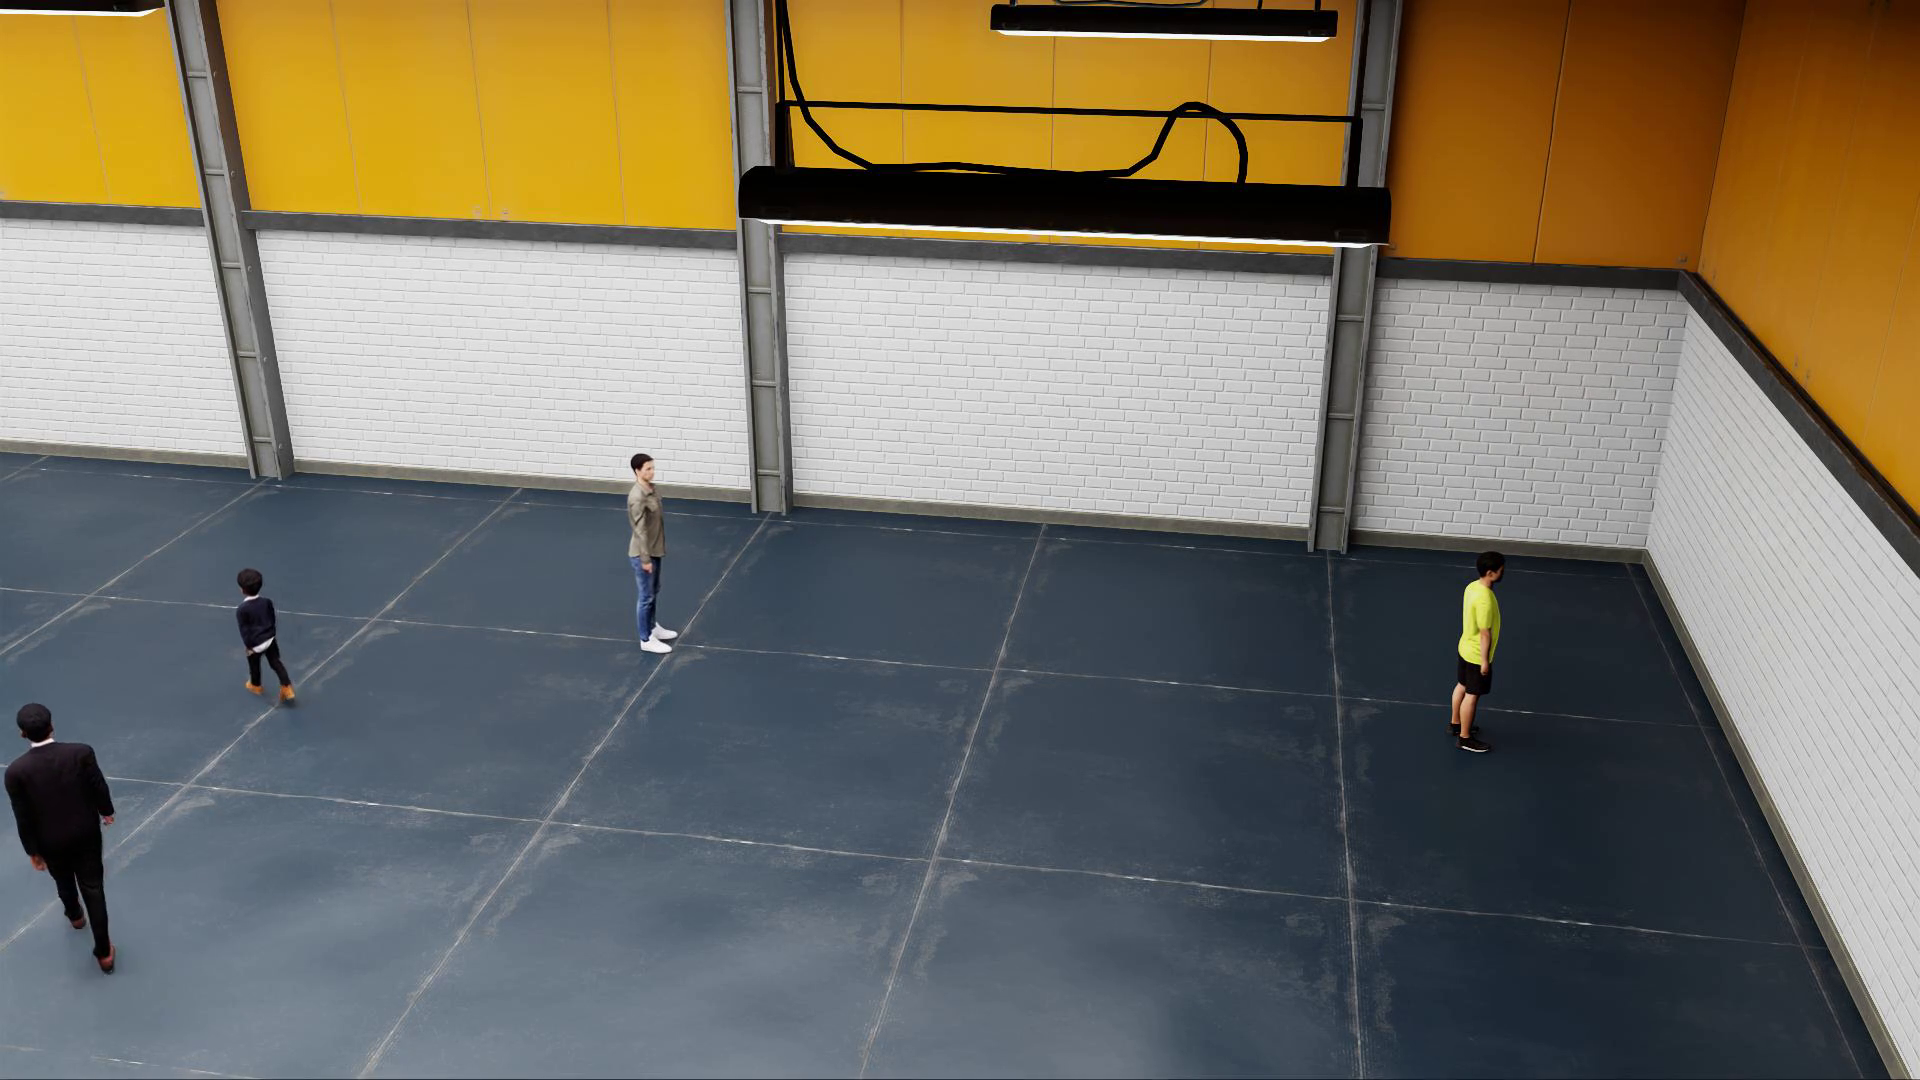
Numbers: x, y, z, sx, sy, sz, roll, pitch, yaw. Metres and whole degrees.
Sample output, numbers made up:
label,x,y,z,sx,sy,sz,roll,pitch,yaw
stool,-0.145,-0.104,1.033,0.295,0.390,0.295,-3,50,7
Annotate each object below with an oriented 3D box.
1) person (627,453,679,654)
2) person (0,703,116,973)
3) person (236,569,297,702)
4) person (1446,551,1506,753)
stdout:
label,x,y,z,sx,sy,sz,roll,pitch,yaw
person,-2.834,0.098,15.011,0.614,1.867,0.718,2,24,4
person,-5.765,1.962,10.780,1.162,1.840,1.199,-13,27,-28
person,-5.915,0.836,14.147,0.914,1.206,0.737,18,29,35
person,4.170,0.876,13.429,0.580,1.709,0.660,0,24,1
